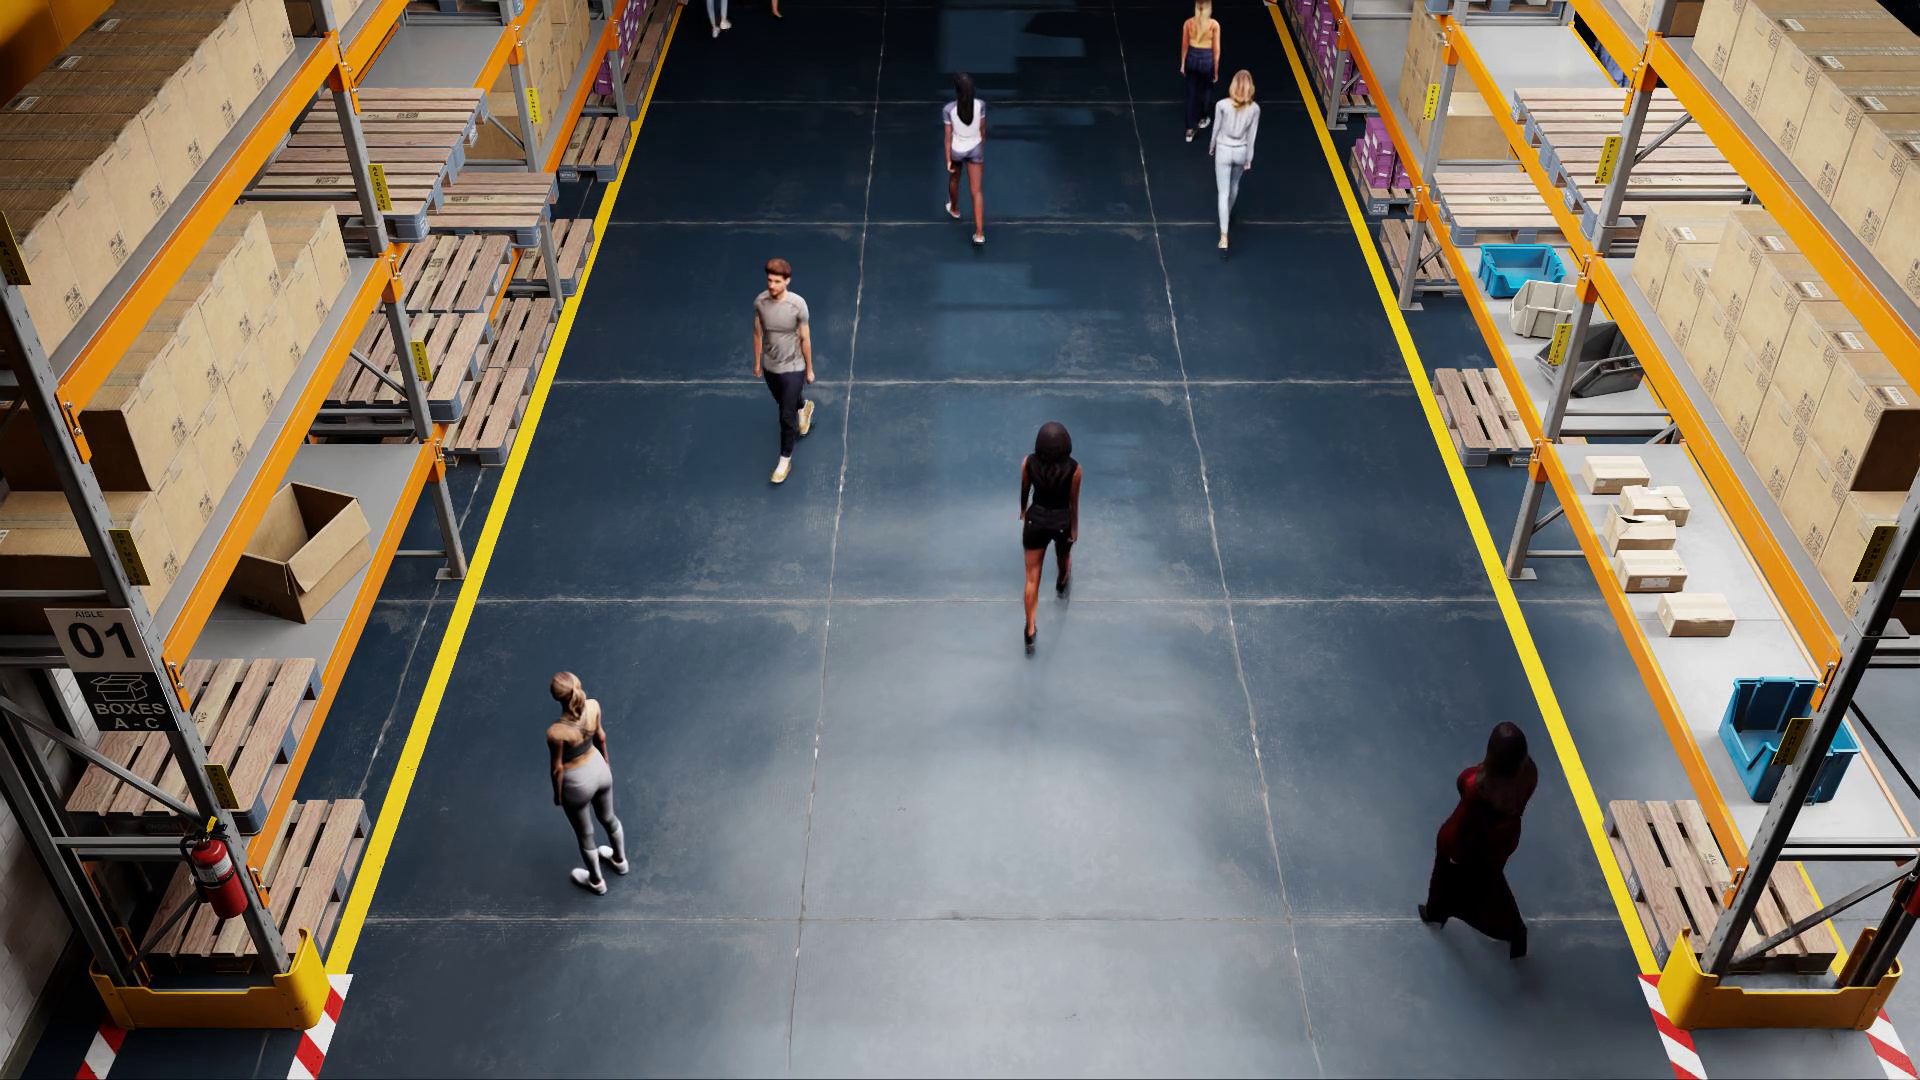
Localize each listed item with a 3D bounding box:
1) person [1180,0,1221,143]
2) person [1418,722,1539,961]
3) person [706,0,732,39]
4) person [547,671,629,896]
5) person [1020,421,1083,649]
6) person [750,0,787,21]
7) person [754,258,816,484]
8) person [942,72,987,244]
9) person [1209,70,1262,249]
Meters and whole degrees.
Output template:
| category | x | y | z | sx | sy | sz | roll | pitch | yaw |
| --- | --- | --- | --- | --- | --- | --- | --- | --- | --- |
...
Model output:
| category | x | y | z | sx | sy | sz | roll | pitch | yaw |
| --- | --- | --- | --- | --- | --- | --- | --- | --- | --- |
| person | 2.618 | -5.172 | 18.305 | 0.742 | 1.611 | 0.889 | 11 | 40 | 13 |
| person | 3.048 | 1.762 | 9.520 | 0.927 | 1.740 | 1.070 | -20 | 43 | -23 |
| person | -3.103 | -7.058 | 20.601 | 0.614 | 1.693 | 0.577 | 1 | 39 | 1 |
| person | -2.241 | 1.446 | 9.943 | 0.692 | 1.704 | 0.609 | 24 | 44 | 27 |
| person | 0.610 | -0.018 | 11.792 | 0.782 | 1.686 | 1.252 | 7 | 39 | 9 |
| person | -2.540 | -7.483 | 21.139 | 0.877 | 1.686 | 0.998 | -26 | 45 | -29 |
| person | -1.392 | -1.457 | 13.449 | 0.941 | 1.865 | 1.260 | 14 | 41 | 17 |
| person | 0.086 | -3.754 | 16.477 | 0.770 | 1.675 | 1.288 | -7 | 39 | -9 |
| person | 2.661 | -3.712 | 16.361 | 0.627 | 1.756 | 1.175 | 2 | 39 | 2 |
